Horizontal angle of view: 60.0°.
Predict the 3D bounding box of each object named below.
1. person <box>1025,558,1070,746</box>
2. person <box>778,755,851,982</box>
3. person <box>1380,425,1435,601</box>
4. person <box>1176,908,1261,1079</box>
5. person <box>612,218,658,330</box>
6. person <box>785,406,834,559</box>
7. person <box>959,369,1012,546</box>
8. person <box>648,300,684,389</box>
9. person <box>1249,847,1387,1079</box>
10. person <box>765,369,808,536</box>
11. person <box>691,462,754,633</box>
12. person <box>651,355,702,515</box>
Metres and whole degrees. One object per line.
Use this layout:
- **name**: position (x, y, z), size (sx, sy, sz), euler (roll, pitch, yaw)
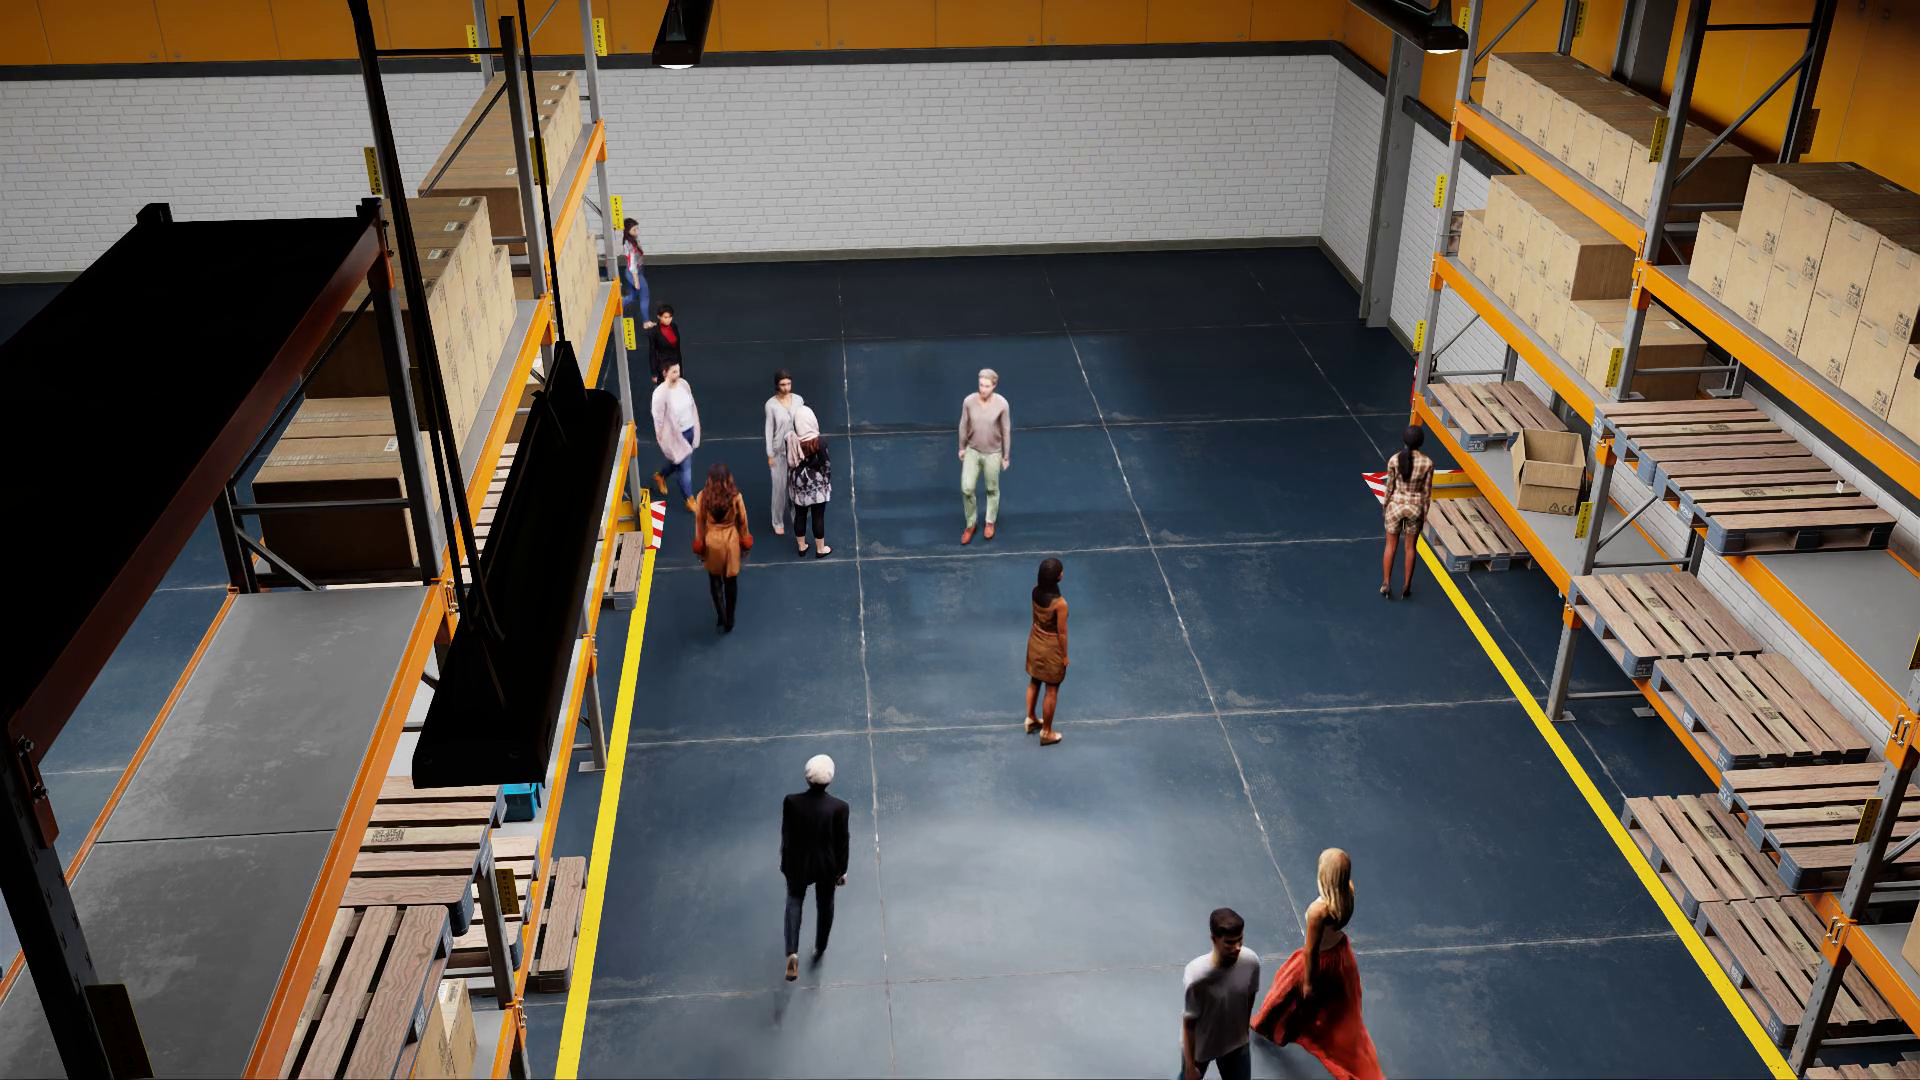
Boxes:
- **person**: position (0.725, 0.904, 13.691), size (0.699, 1.683, 0.597), euler (-19, 34, -30)
- **person**: position (-1.054, 2.239, 11.166), size (0.816, 1.765, 0.900), euler (2, 29, 5)
- **person**: position (4.199, -0.252, 15.695), size (0.656, 1.792, 0.655), euler (8, 30, 14)
- **person**: position (1.465, 2.887, 9.872), size (0.893, 1.858, 1.154), euler (-11, 30, -19)
- **person**: position (-4.330, -3.449, 21.781), size (0.775, 1.578, 0.900), euler (-9, 30, -15)
- **person**: position (-1.501, -0.581, 16.459), size (0.724, 1.639, 0.745), euler (9, 30, 15)
- **person**: position (0.269, -0.906, 16.828), size (0.818, 1.856, 0.857), euler (6, 29, 11)
- **person**: position (-3.324, -1.909, 18.891), size (0.748, 1.642, 0.692), euler (25, 37, 38)
- **person**: position (2.343, 2.705, 10.317), size (1.145, 1.752, 1.334), euler (-23, 36, -36)
- **person**: position (-1.768, -0.914, 16.929), size (0.670, 1.773, 0.661), euler (-15, 32, -25)
- **person**: position (-2.159, 0.117, 15.104), size (0.705, 1.711, 0.748), euler (-3, 29, -5)
- **person**: position (-3.017, -1.135, 17.389), size (1.091, 1.721, 1.103), euler (15, 32, 26)
